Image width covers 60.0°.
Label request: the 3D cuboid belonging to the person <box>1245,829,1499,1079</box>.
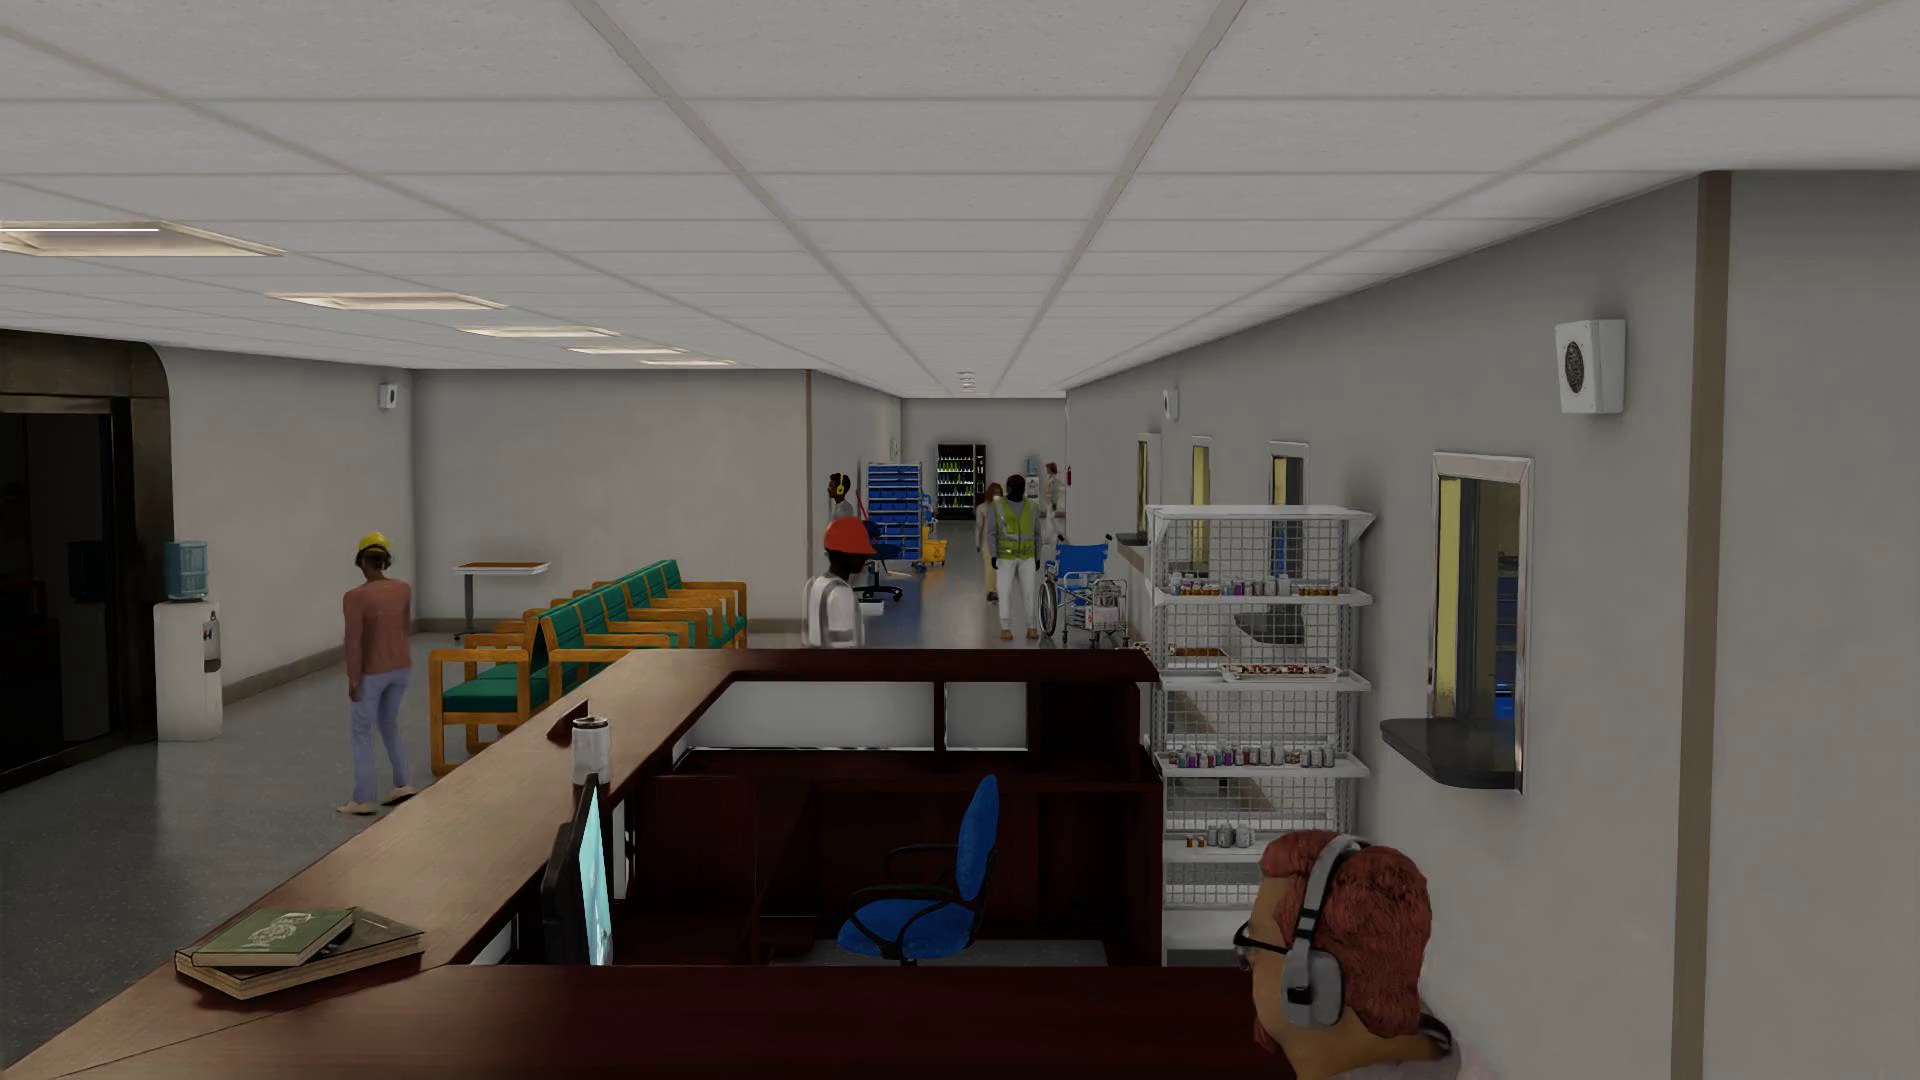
[{"bbox_3d":[0.463,1.322,2.119,0.401,1.906,0.685,3,5,32],"label":"person"}]

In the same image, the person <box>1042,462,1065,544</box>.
[{"bbox_3d":[1.824,-0.715,32.625,0.524,1.633,0.529,-1,4,-11],"label":"person"}]

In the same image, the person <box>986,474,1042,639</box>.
[{"bbox_3d":[0.612,0.188,18.483,0.637,1.840,0.442,-1,4,-13],"label":"person"}]

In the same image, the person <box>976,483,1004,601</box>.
[{"bbox_3d":[0.493,0.042,22.101,0.510,1.591,0.827,-1,4,-12],"label":"person"}]

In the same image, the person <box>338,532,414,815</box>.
[{"bbox_3d":[-3.650,0.818,10.359,0.427,1.732,0.532,3,5,32],"label":"person"}]

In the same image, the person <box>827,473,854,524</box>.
[{"bbox_3d":[-1.291,0.219,17.763,0.328,1.877,0.513,0,4,0],"label":"person"}]
